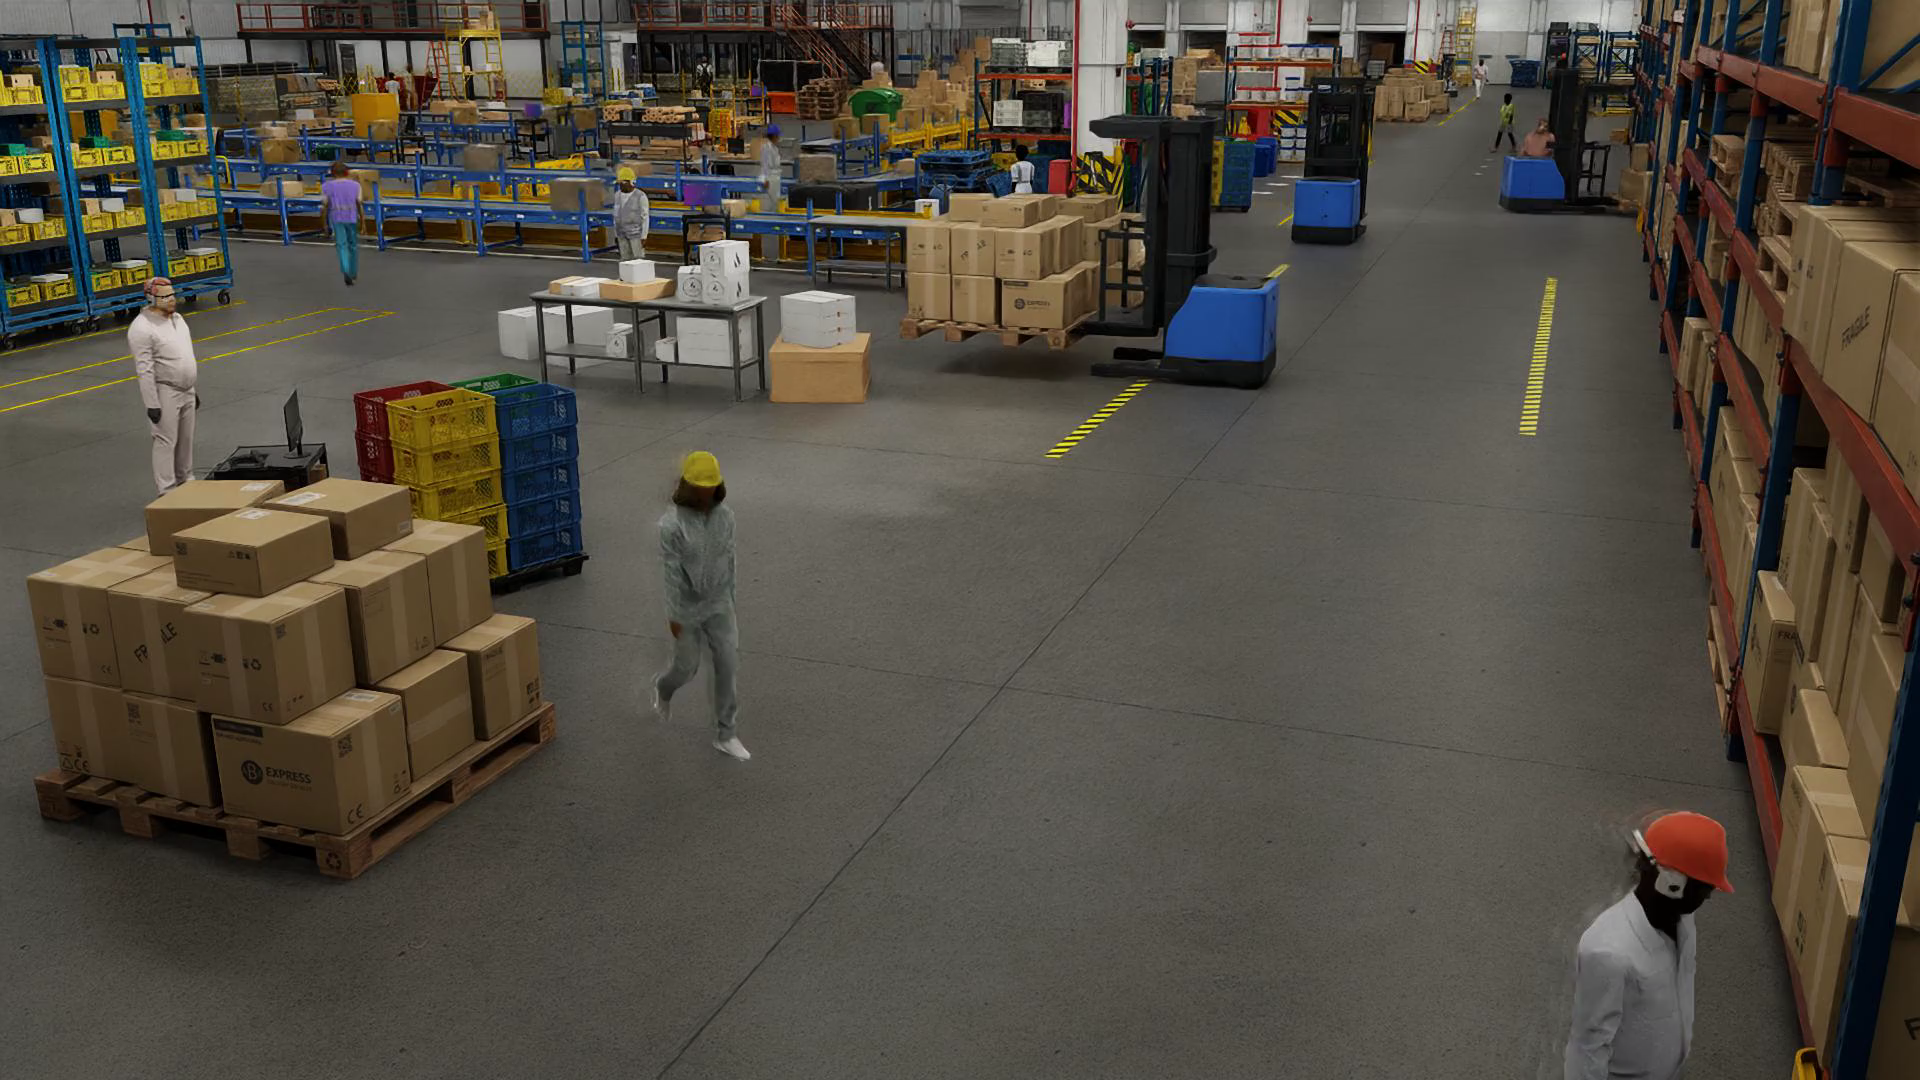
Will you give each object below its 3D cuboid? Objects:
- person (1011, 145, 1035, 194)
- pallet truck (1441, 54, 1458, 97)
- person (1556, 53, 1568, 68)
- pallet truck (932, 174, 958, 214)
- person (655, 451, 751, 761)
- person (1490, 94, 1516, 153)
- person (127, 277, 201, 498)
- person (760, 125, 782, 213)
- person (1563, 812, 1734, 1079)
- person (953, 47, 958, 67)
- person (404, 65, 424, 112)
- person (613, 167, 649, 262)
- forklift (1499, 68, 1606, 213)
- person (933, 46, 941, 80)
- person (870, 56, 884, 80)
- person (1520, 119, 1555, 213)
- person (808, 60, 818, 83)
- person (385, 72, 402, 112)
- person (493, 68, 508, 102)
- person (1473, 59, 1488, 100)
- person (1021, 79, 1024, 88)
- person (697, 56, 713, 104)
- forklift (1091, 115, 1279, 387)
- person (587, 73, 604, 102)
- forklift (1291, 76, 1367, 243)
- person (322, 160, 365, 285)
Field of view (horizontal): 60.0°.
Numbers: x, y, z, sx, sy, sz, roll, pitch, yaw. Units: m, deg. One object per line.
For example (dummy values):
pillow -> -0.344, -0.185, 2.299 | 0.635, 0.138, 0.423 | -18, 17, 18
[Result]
person -> 1.073, -6.033, 29.034 | 0.319, 1.696, 0.532 | 17, 24, 42
pallet truck -> 22.765, -21.886, 78.355 | 0.823, 1.965, 1.885 | -4, 18, -14
person -> 28.827, -22.310, 79.707 | 0.611, 1.985, 0.393 | -3, 18, -8
pallet truck -> -0.507, -5.292, 27.348 | 0.653, 1.274, 1.630 | 6, 19, 19
person -> -1.434, 0.320, 9.024 | 0.483, 1.717, 0.667 | -14, 22, -37
person -> 15.643, -11.911, 47.577 | 0.865, 1.651, 0.545 | -8, 19, -24
person -> -6.334, -1.167, 13.402 | 0.400, 1.907, 0.645 | 2, 18, 6
person -> -3.500, -6.638, 30.540 | 0.545, 1.933, 0.615 | 4, 18, 12
person -> 1.953, 1.593, 5.065 | 0.581, 1.706, 0.723 | -14, 22, -37
person -> -0.157, -26.357, 92.407 | 0.608, 1.996, 0.379 | 10, 20, 28
person -> -21.847, -18.016, 66.430 | 0.846, 1.847, 0.601 | 9, 20, 26
person -> -4.639, -4.307, 23.390 | 0.591, 1.833, 0.403 | 9, 20, 27
forklift -> 11.987, -8.022, 33.360 | 1.873, 2.768, 1.129 | 2, 18, 5
person -> -1.354, -27.876, 97.257 | 0.401, 1.949, 0.605 | 15, 23, 38
person -> -3.837, -21.465, 77.172 | 0.621, 1.912, 0.803 | -1, 18, -2
person -> 11.606, -7.547, 33.558 | 0.686, 1.840, 1.007 | 14, 22, 37
person -> -6.344, -19.677, 71.607 | 0.653, 1.908, 0.566 | 8, 19, 22
person -> -19.877, -15.460, 58.384 | 0.515, 1.866, 0.333 | -7, 19, -20
person -> -18.111, -17.706, 65.615 | 0.518, 1.756, 0.348 | -3, 18, -10
person -> 23.954, -21.217, 76.587 | 0.624, 1.805, 0.920 | 0, 18, 1
person -> 2.582, -19.979, 72.290 | 0.370, 2.044, 0.608 | 10, 20, 29
person -> -11.177, -20.180, 72.924 | 0.683, 2.000, 0.537 | -3, 18, -10
forklift -> 2.519, -3.190, 18.177 | 1.873, 2.768, 1.129 | 6, 19, 18
person -> -16.305, -20.311, 73.607 | 0.994, 1.874, 0.596 | 1, 18, 3
forklift -> 6.598, -6.755, 29.381 | 1.129, 2.768, 1.873 | 6, 19, 19
person -> -9.175, -4.735, 24.795 | 0.591, 1.806, 0.866 | -8, 19, -23
